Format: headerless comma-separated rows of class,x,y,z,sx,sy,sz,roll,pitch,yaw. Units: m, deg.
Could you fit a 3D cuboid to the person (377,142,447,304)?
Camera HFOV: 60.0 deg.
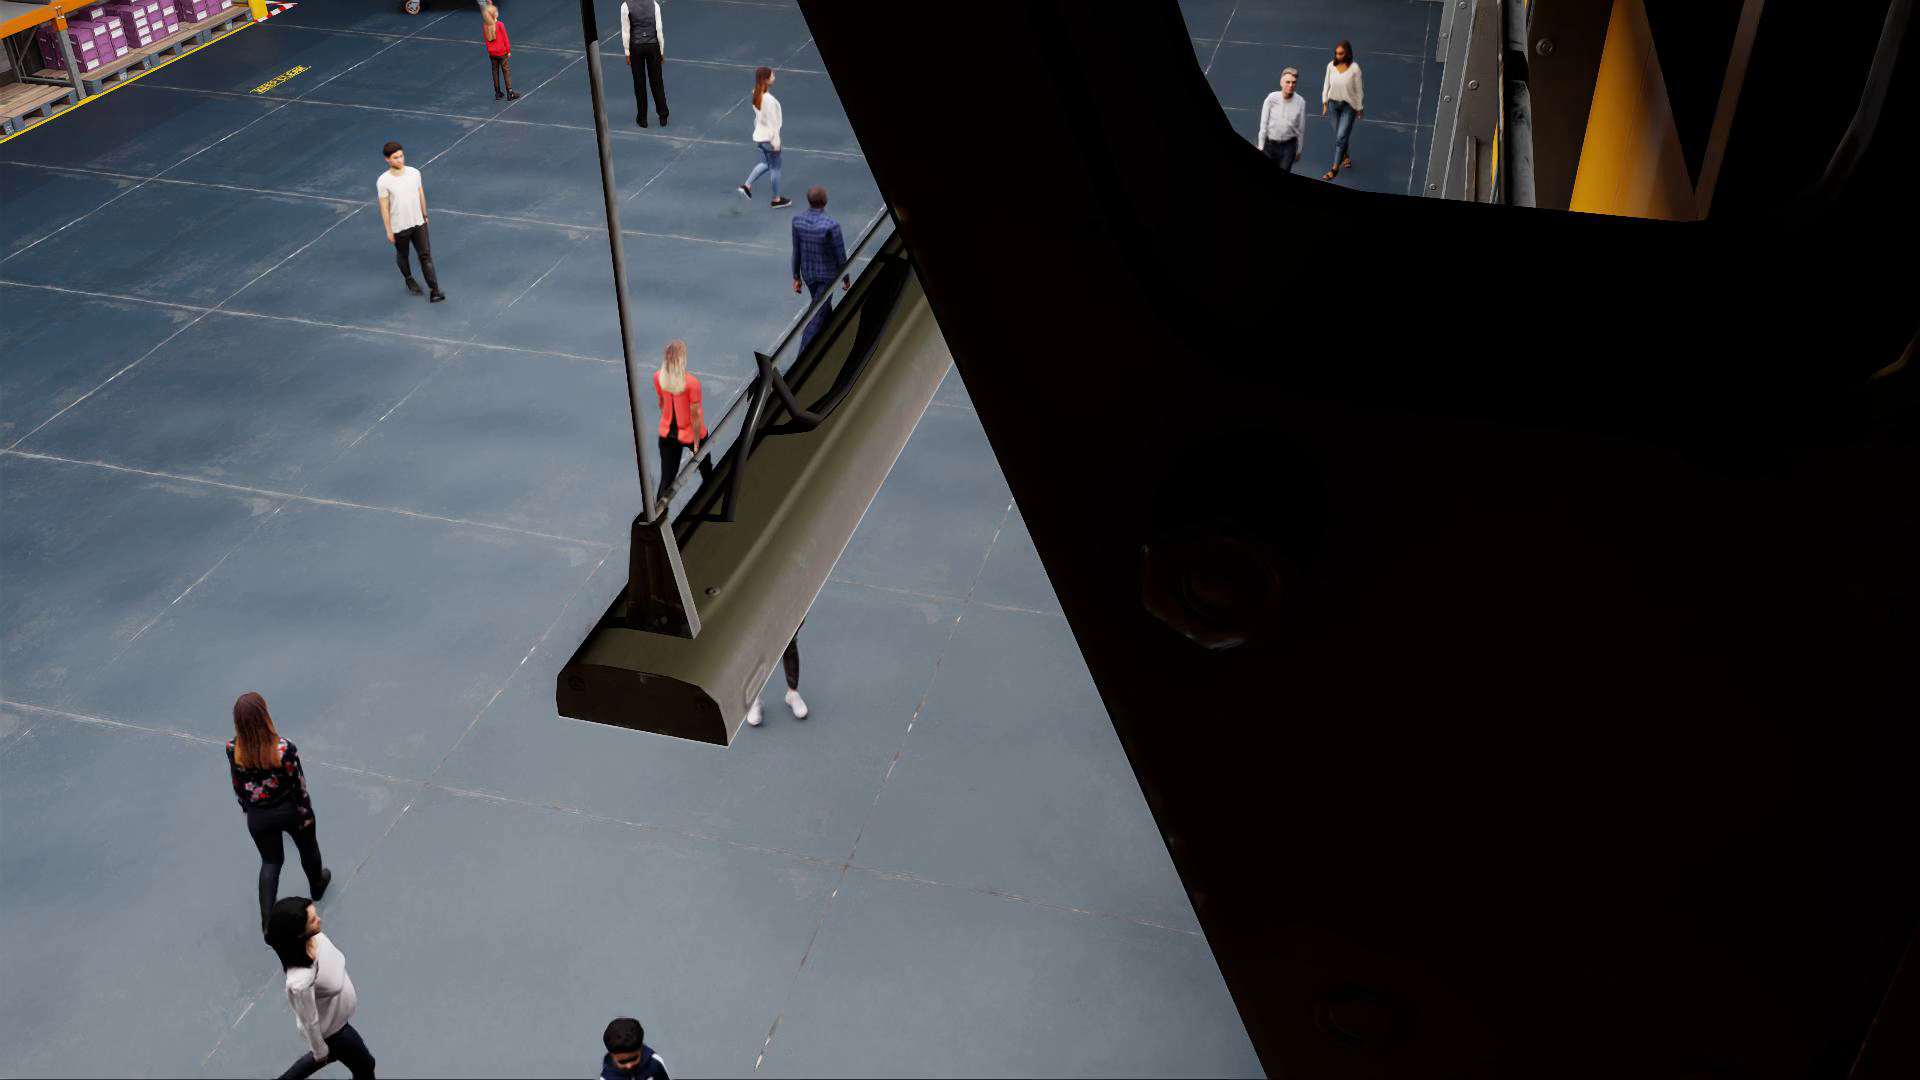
person,-5.752,-3.301,17.194,1.109,1.684,1.111,-22,40,-30

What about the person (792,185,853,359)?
person,-1.380,-2.454,15.842,0.821,1.771,1.246,14,36,20

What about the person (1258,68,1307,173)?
person,3.623,-4.493,18.877,0.712,1.807,0.800,4,34,6

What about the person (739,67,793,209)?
person,-2.285,-4.605,19.162,0.978,1.678,0.919,-17,37,-24

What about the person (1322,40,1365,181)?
person,4.668,-5.252,20.174,0.889,1.636,1.059,18,38,25

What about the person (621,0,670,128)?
person,-4.085,-6.332,21.548,0.774,1.913,0.775,-9,35,-13

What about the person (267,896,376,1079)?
person,-3.339,2.471,8.520,1.009,1.674,1.057,-9,35,-13

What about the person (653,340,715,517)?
person,-2.291,-0.768,13.420,0.649,1.644,1.184,11,35,16

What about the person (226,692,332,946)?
person,-4.036,1.648,9.766,0.771,1.665,1.056,-1,34,-1

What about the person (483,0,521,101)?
person,-6.265,-6.622,22.557,0.483,1.280,0.507,8,34,12

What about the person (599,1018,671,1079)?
person,-1.617,2.833,8.399,0.806,1.206,0.897,-15,36,-21
